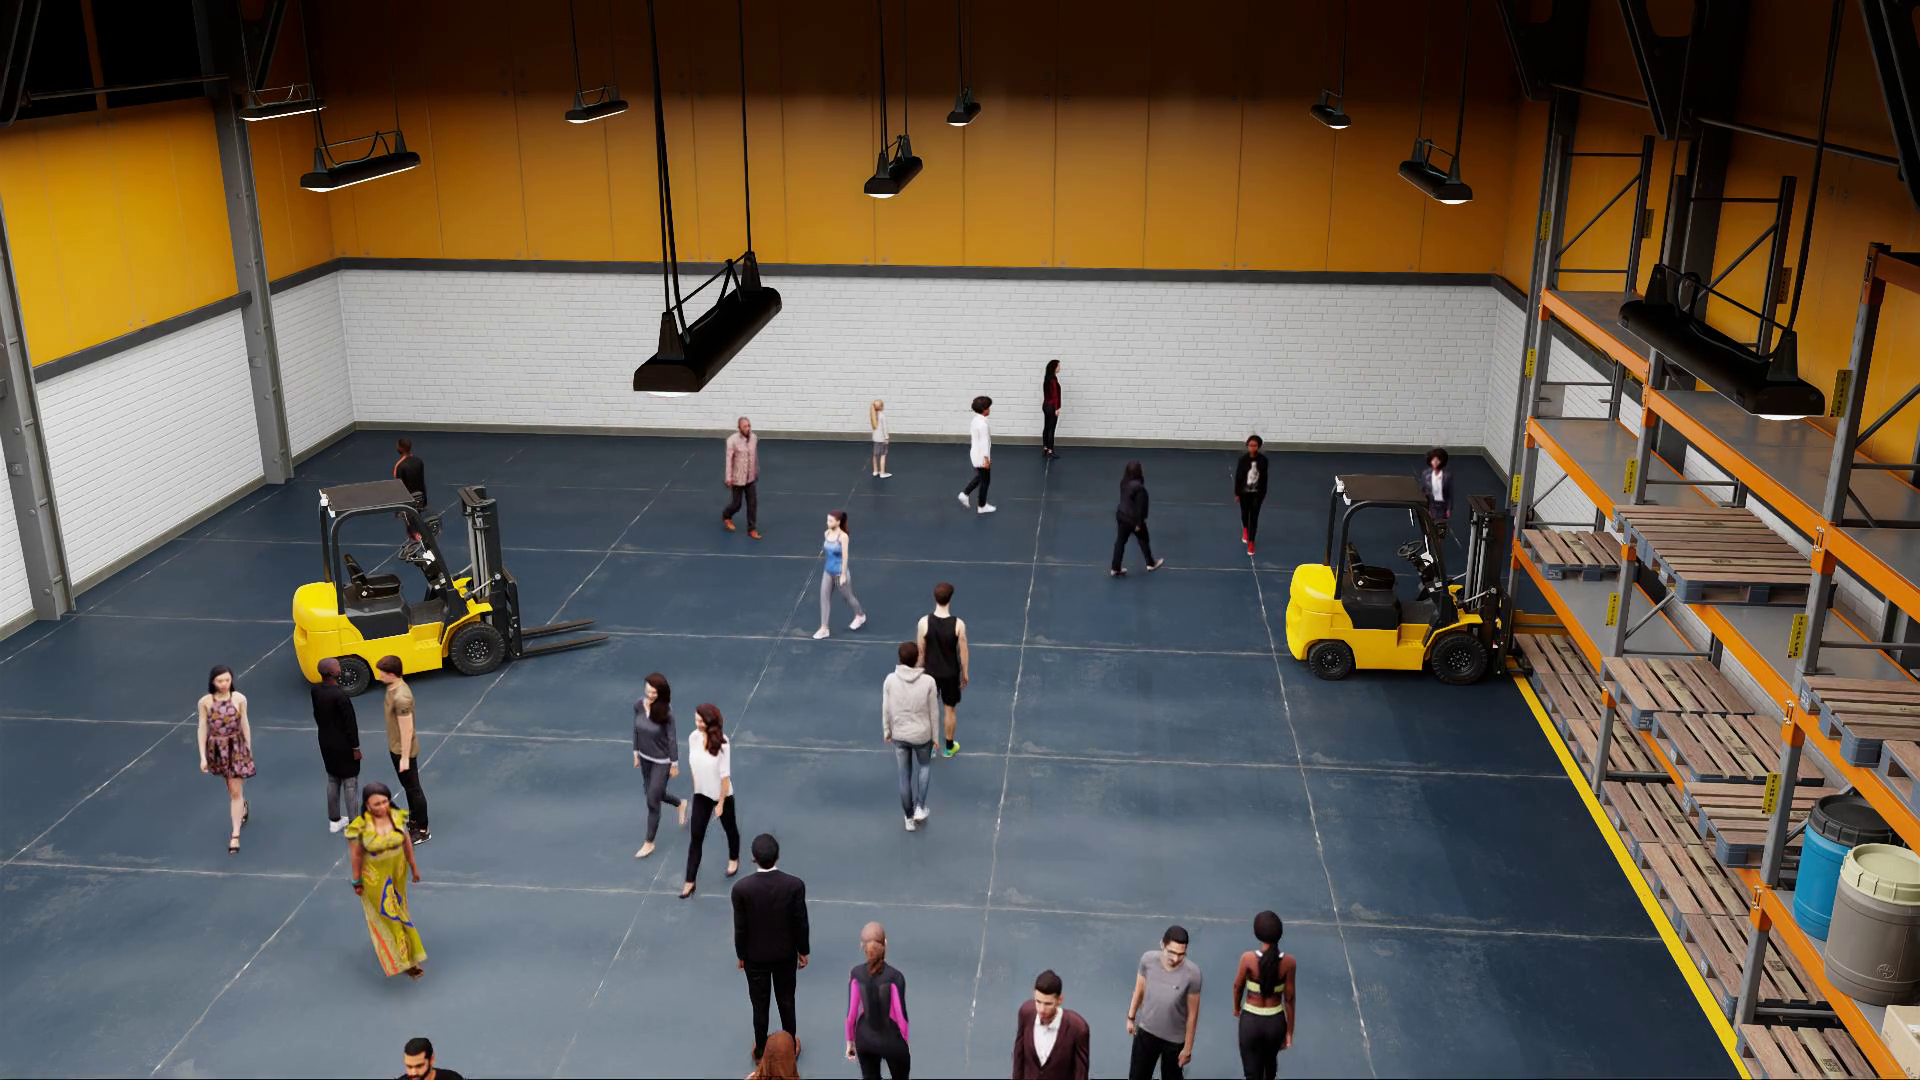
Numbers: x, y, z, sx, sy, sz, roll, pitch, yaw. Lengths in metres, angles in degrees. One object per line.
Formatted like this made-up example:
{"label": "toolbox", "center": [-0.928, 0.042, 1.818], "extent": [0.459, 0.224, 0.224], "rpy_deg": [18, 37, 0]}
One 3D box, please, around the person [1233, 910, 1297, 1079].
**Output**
{"label": "person", "center": [2.031, 3.377, 11.183], "extent": [0.617, 1.692, 1.147], "rpy_deg": [1, 19, 2]}

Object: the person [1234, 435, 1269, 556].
{"label": "person", "center": [4.068, -0.673, 23.292], "extent": [0.637, 1.639, 1.090], "rpy_deg": [3, 19, 9]}

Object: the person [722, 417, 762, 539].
{"label": "person", "center": [-3.143, -0.914, 23.792], "extent": [1.057, 1.777, 1.127], "rpy_deg": [-14, 23, -37]}

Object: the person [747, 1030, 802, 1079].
{"label": "person", "center": [-1.122, 3.760, 10.033], "extent": [0.617, 1.700, 0.999], "rpy_deg": [3, 19, 10]}

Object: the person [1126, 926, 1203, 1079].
{"label": "person", "center": [1.418, 3.326, 11.305], "extent": [0.914, 1.711, 1.142], "rpy_deg": [10, 21, 26]}

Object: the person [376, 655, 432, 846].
{"label": "person", "center": [-5.117, 1.905, 15.311], "extent": [0.810, 1.848, 0.708], "rpy_deg": [-10, 21, -27]}

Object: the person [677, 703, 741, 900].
{"label": "person", "center": [-2.083, 2.222, 14.525], "extent": [0.835, 1.748, 1.175], "rpy_deg": [7, 20, 21]}

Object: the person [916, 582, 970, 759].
{"label": "person", "center": [-0.196, 1.353, 16.886], "extent": [0.703, 1.888, 0.618], "rpy_deg": [2, 19, 5]}

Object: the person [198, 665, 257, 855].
{"label": "person", "center": [-6.748, 1.967, 15.350], "extent": [0.914, 1.704, 1.280], "rpy_deg": [-5, 19, -15]}

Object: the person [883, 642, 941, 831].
{"label": "person", "center": [-0.460, 1.855, 15.462], "extent": [0.704, 1.845, 0.631], "rpy_deg": [0, 19, 1]}

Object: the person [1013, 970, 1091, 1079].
{"label": "person", "center": [0.575, 3.509, 10.544], "extent": [0.772, 1.850, 0.755], "rpy_deg": [10, 21, 27]}

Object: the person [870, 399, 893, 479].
{"label": "person", "center": [-1.289, -1.647, 26.756], "extent": [0.664, 1.275, 0.608], "rpy_deg": [-17, 25, -40]}

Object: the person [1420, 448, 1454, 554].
{"label": "person", "center": [6.430, -0.429, 22.502], "extent": [0.707, 1.682, 0.901], "rpy_deg": [6, 19, 16]}

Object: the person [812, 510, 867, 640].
{"label": "person", "center": [-1.431, 0.403, 20.195], "extent": [0.975, 1.577, 1.095], "rpy_deg": [17, 25, 42]}

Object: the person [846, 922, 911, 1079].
{"label": "person", "center": [-0.558, 3.403, 11.051], "extent": [0.631, 1.727, 0.649], "rpy_deg": [6, 19, 17]}

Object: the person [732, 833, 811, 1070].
{"label": "person", "center": [-1.376, 2.980, 12.064], "extent": [0.747, 1.883, 0.646], "rpy_deg": [-3, 19, -8]}

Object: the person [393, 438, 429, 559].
{"label": "person", "center": [-7.391, -0.488, 22.513], "extent": [0.977, 1.785, 1.059], "rpy_deg": [10, 21, 27]}

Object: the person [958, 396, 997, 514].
{"label": "person", "center": [0.243, -1.256, 24.775], "extent": [0.836, 1.798, 0.842], "rpy_deg": [-5, 19, -13]}

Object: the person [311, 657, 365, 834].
{"label": "person", "center": [-5.777, 1.907, 15.440], "extent": [0.727, 1.762, 0.708], "rpy_deg": [11, 21, 29]}

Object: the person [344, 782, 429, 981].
{"label": "person", "center": [-4.669, 2.681, 13.368], "extent": [1.241, 1.616, 1.302], "rpy_deg": [15, 24, 37]}

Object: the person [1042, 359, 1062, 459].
{"label": "person", "center": [1.505, -2.200, 27.804], "extent": [0.714, 1.654, 0.585], "rpy_deg": [-7, 20, -19]}

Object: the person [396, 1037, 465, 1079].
{"label": "person", "center": [-3.146, 3.727, 10.072], "extent": [0.776, 1.738, 0.989], "rpy_deg": [-3, 19, -8]}

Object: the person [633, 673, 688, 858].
{"label": "person", "center": [-2.736, 1.983, 15.255], "extent": [0.913, 1.736, 1.145], "rpy_deg": [11, 22, 30]}

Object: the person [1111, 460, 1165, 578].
{"label": "person", "center": [2.208, -0.251, 22.134], "extent": [1.088, 1.579, 1.071], "rpy_deg": [-12, 22, -31]}
